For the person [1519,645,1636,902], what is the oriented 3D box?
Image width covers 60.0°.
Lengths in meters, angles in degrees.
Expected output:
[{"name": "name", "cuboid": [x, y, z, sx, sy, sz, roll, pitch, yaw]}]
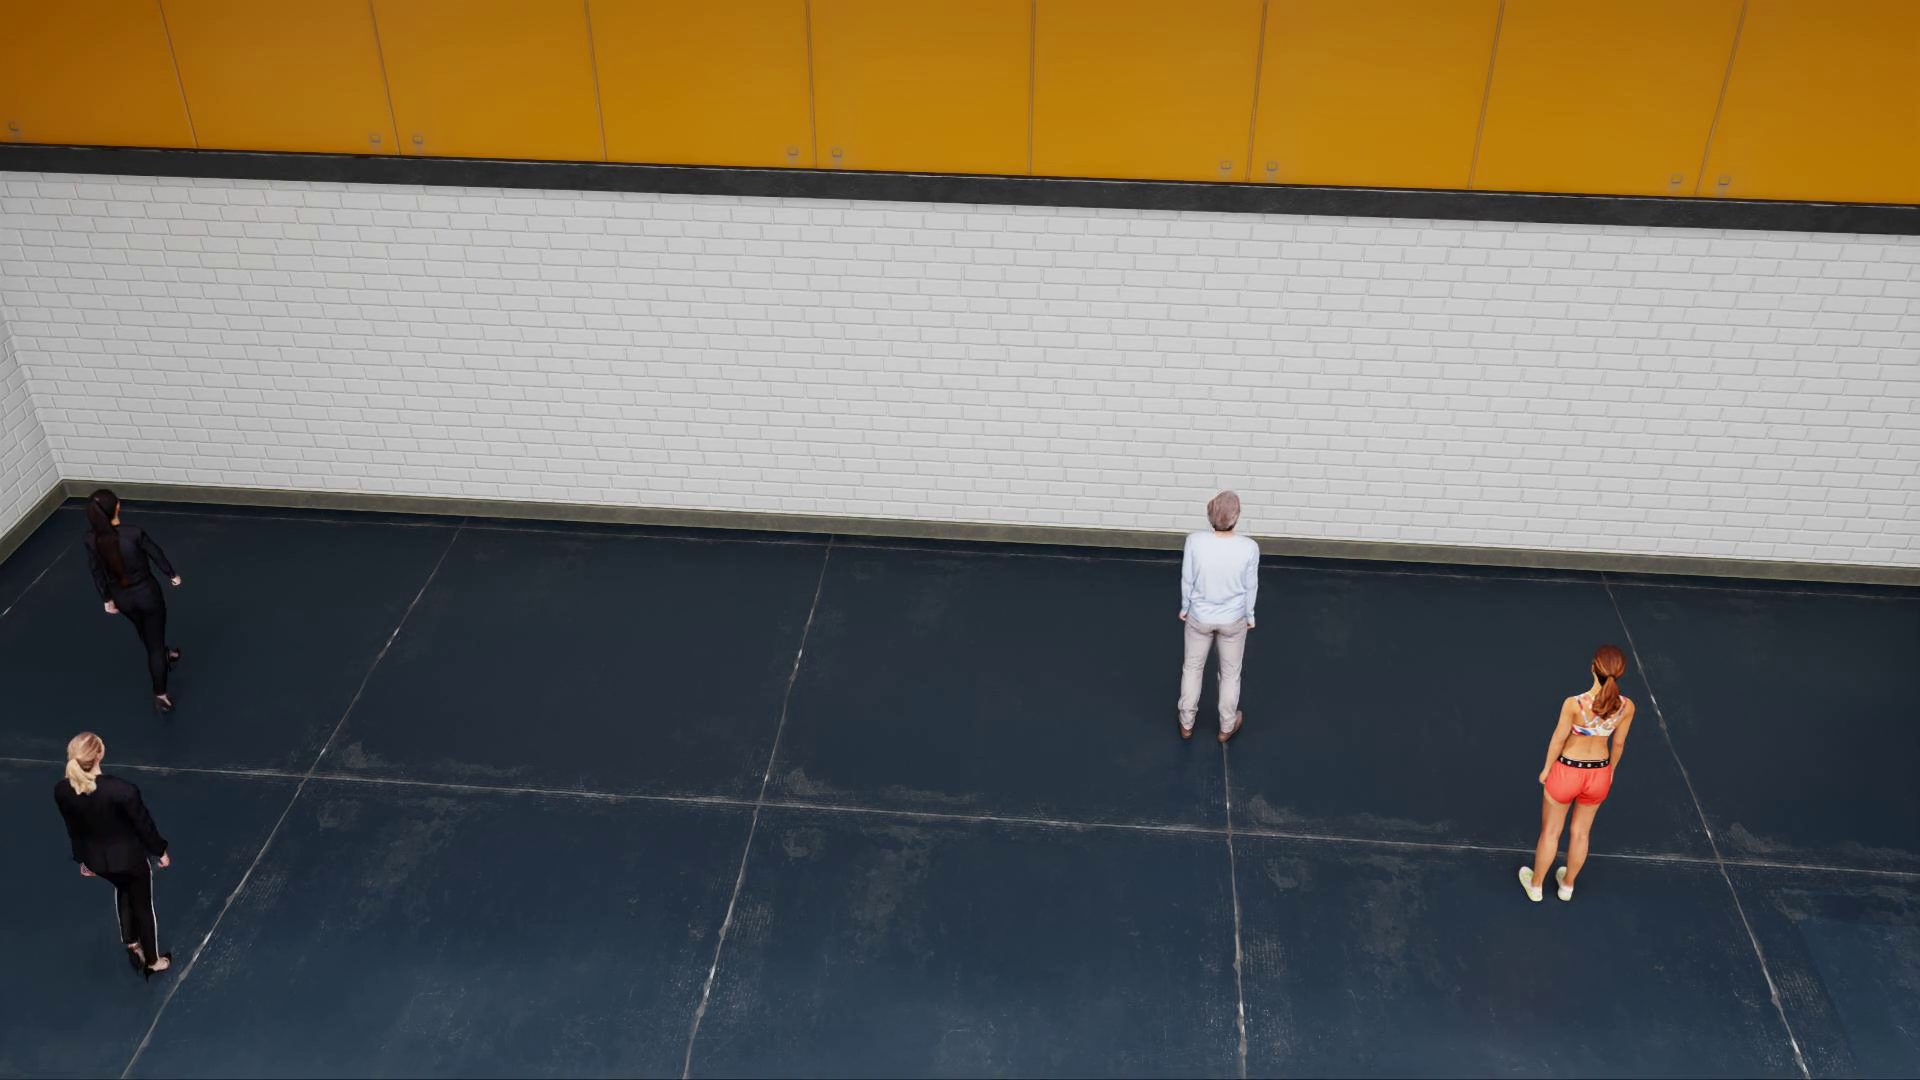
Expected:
[{"name": "person", "cuboid": [3.560, 1.363, 9.563, 0.570, 1.788, 0.532, 1, 34, 1]}]

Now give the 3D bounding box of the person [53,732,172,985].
[{"name": "person", "cuboid": [-4.585, 1.795, 9.000, 0.650, 1.692, 0.603, 0, 34, 0]}]

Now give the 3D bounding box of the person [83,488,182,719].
[{"name": "person", "cuboid": [-5.462, 0.441, 11.044, 0.650, 1.684, 0.934, -1, 34, -2]}]

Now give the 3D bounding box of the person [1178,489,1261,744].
[{"name": "person", "cuboid": [1.663, 0.499, 10.767, 0.686, 1.894, 0.630, 8, 34, 12]}]
